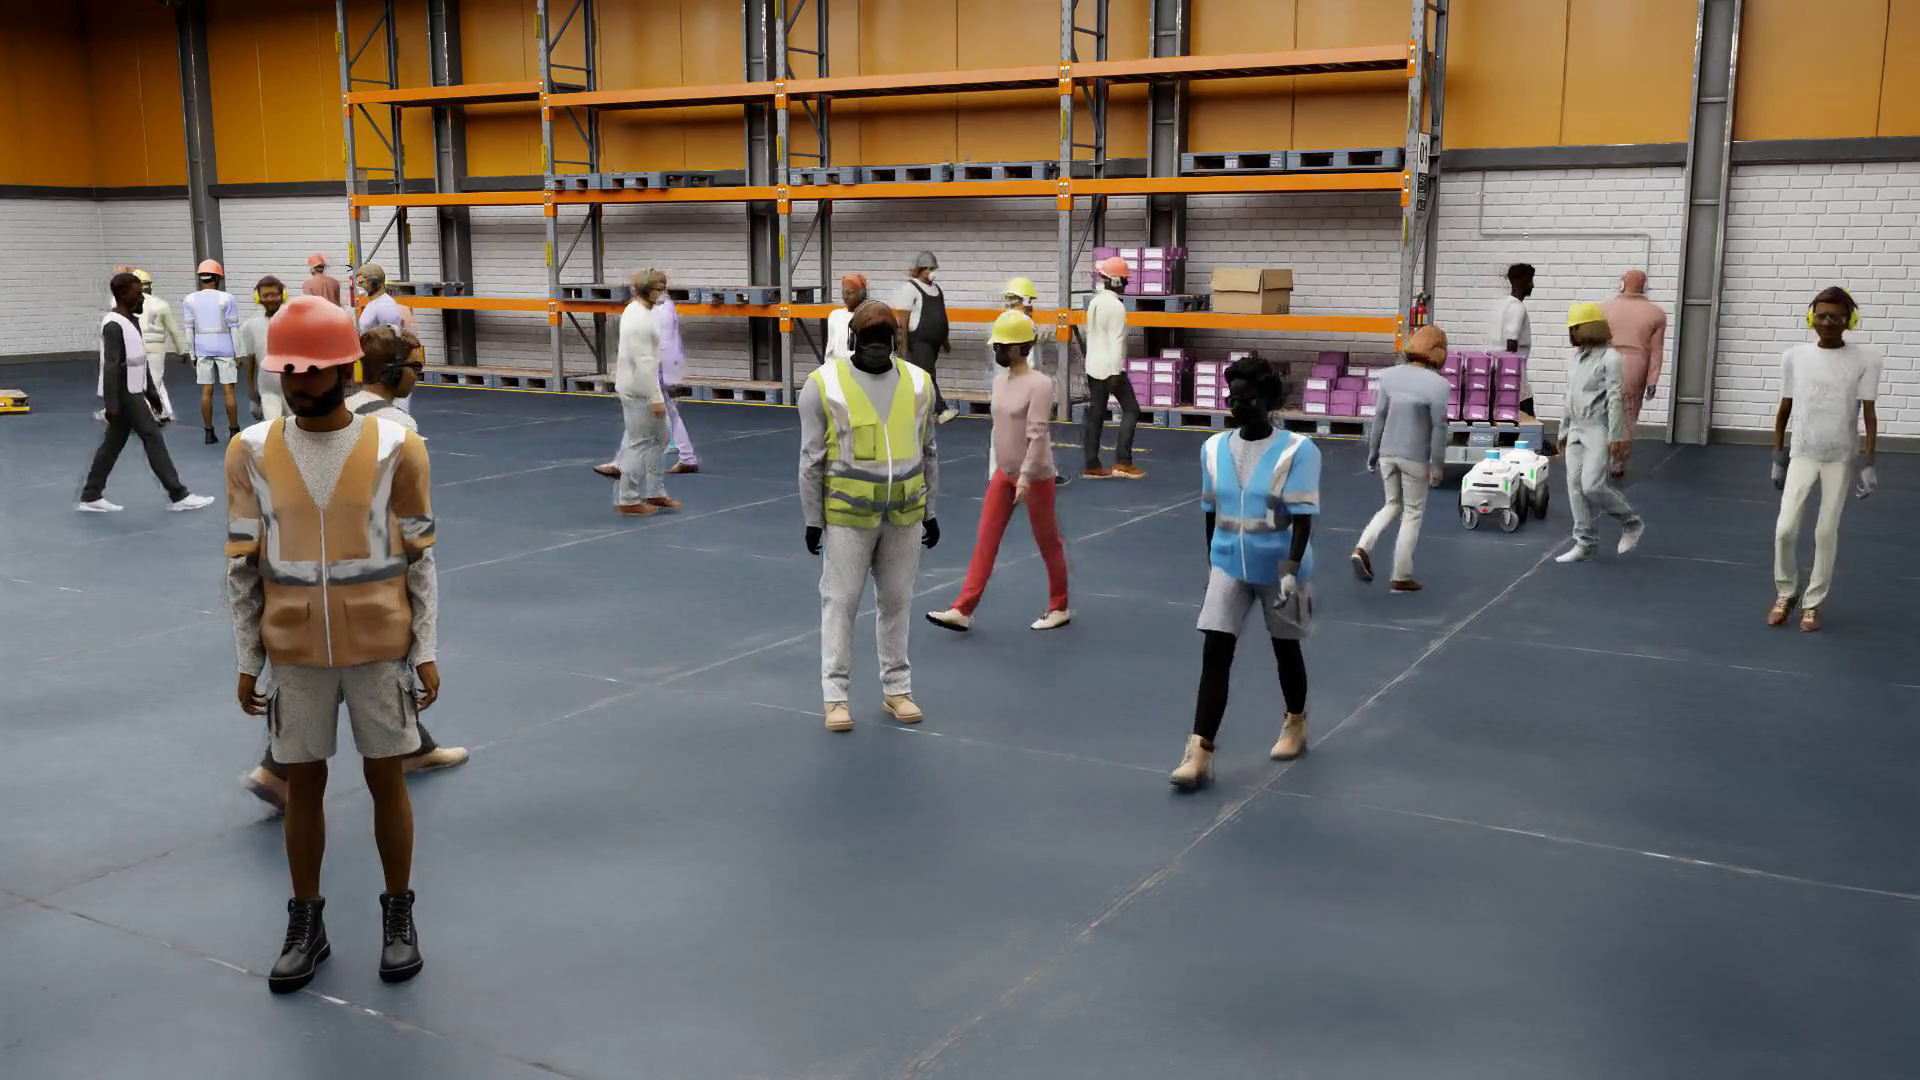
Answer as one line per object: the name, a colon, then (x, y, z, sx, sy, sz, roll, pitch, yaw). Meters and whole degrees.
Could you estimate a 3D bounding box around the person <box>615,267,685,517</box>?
person: (-2.332, -1.102, 12.624, 0.682, 1.911, 0.672, -2, 10, -12)

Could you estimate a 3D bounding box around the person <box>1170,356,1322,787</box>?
person: (1.137, 0.111, 6.475, 0.513, 1.648, 0.861, 7, 12, 33)

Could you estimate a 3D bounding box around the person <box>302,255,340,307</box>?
person: (-9.431, -3.228, 24.564, 1.034, 1.938, 0.619, 10, 14, 43)

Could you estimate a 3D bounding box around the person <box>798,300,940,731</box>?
person: (-0.373, -0.103, 7.150, 0.634, 1.839, 0.429, -4, 11, -22)

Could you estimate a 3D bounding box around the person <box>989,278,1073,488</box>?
person: (0.590, -1.308, 14.082, 0.835, 1.793, 0.601, -5, 11, -27)

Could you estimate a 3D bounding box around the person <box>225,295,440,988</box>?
person: (-1.731, 0.296, 4.617, 0.550, 1.933, 0.375, -2, 10, -11)

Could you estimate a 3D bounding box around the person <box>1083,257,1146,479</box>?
person: (1.397, -1.518, 14.799, 0.674, 1.973, 0.617, -4, 11, -24)

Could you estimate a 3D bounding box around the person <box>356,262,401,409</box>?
person: (-4.879, -1.365, 14.032, 0.372, 1.934, 0.627, -6, 12, -29)

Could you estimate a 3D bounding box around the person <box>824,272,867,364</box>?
person: (-0.827, -1.297, 13.865, 0.568, 1.861, 0.875, 8, 13, 37)

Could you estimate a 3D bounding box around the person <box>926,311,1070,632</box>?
person: (0.259, -0.334, 8.784, 0.903, 1.718, 0.530, -7, 12, -36)

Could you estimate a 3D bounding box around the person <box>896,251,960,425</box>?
person: (-0.301, -2.358, 19.344, 0.957, 2.000, 0.702, 7, 12, 34)

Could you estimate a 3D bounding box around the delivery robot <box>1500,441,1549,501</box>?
delivery robot: (4.346, -0.526, 12.912, 0.477, 0.478, 0.707, 5, 11, 27)

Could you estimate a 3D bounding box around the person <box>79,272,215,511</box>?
person: (-6.437, -1.139, 12.943, 0.998, 1.865, 0.611, -3, 10, -15)

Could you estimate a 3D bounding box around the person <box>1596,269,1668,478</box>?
person: (5.833, -1.443, 14.657, 0.693, 1.873, 0.756, 4, 11, 20)

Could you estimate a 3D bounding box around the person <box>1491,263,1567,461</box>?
person: (5.357, -1.703, 16.022, 1.049, 1.904, 0.616, 0, 10, 0)

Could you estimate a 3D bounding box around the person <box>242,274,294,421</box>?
person: (-5.396, -1.178, 13.207, 0.506, 1.854, 0.748, -5, 11, -28)

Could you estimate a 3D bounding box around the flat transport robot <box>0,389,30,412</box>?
flat transport robot: (-12.142, -1.749, 20.906, 0.652, 0.197, 1.431, -7, 12, -33)

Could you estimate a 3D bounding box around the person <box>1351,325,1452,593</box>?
person: (2.627, -0.468, 9.870, 0.502, 1.605, 0.539, -7, 12, -35)

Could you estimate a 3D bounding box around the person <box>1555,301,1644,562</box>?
person: (4.164, -0.694, 10.869, 0.540, 1.712, 0.512, -3, 11, -18)

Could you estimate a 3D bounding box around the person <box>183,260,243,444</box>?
person: (-7.805, -1.965, 17.446, 0.542, 1.928, 0.374, -1, 10, -7)

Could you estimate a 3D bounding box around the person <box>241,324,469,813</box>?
person: (-2.308, 0.098, 6.182, 0.550, 1.793, 0.931, 9, 13, 41)

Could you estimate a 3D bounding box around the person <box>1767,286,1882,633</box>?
person: (4.613, -0.414, 8.871, 0.528, 1.854, 0.448, 6, 12, 32)

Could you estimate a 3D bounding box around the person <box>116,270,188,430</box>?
person: (-9.174, -2.145, 18.822, 0.650, 1.787, 0.741, 1, 10, 4)

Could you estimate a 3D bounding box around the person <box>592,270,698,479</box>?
person: (-2.814, -1.477, 14.901, 1.011, 1.853, 0.644, -4, 11, -22)

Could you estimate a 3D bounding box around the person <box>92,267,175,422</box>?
person: (-9.710, -2.275, 19.488, 1.004, 1.829, 0.598, 2, 10, 10)

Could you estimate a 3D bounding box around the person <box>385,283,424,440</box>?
person: (-6.040, -1.889, 17.616, 0.630, 1.722, 0.348, 2, 10, 12)

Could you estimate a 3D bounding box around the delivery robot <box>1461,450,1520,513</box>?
delivery robot: (3.935, -0.421, 12.317, 0.477, 0.478, 0.707, 5, 11, 24)

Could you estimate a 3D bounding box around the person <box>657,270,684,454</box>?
person: (-2.952, -1.772, 16.619, 0.377, 1.838, 0.568, -1, 10, -5)
